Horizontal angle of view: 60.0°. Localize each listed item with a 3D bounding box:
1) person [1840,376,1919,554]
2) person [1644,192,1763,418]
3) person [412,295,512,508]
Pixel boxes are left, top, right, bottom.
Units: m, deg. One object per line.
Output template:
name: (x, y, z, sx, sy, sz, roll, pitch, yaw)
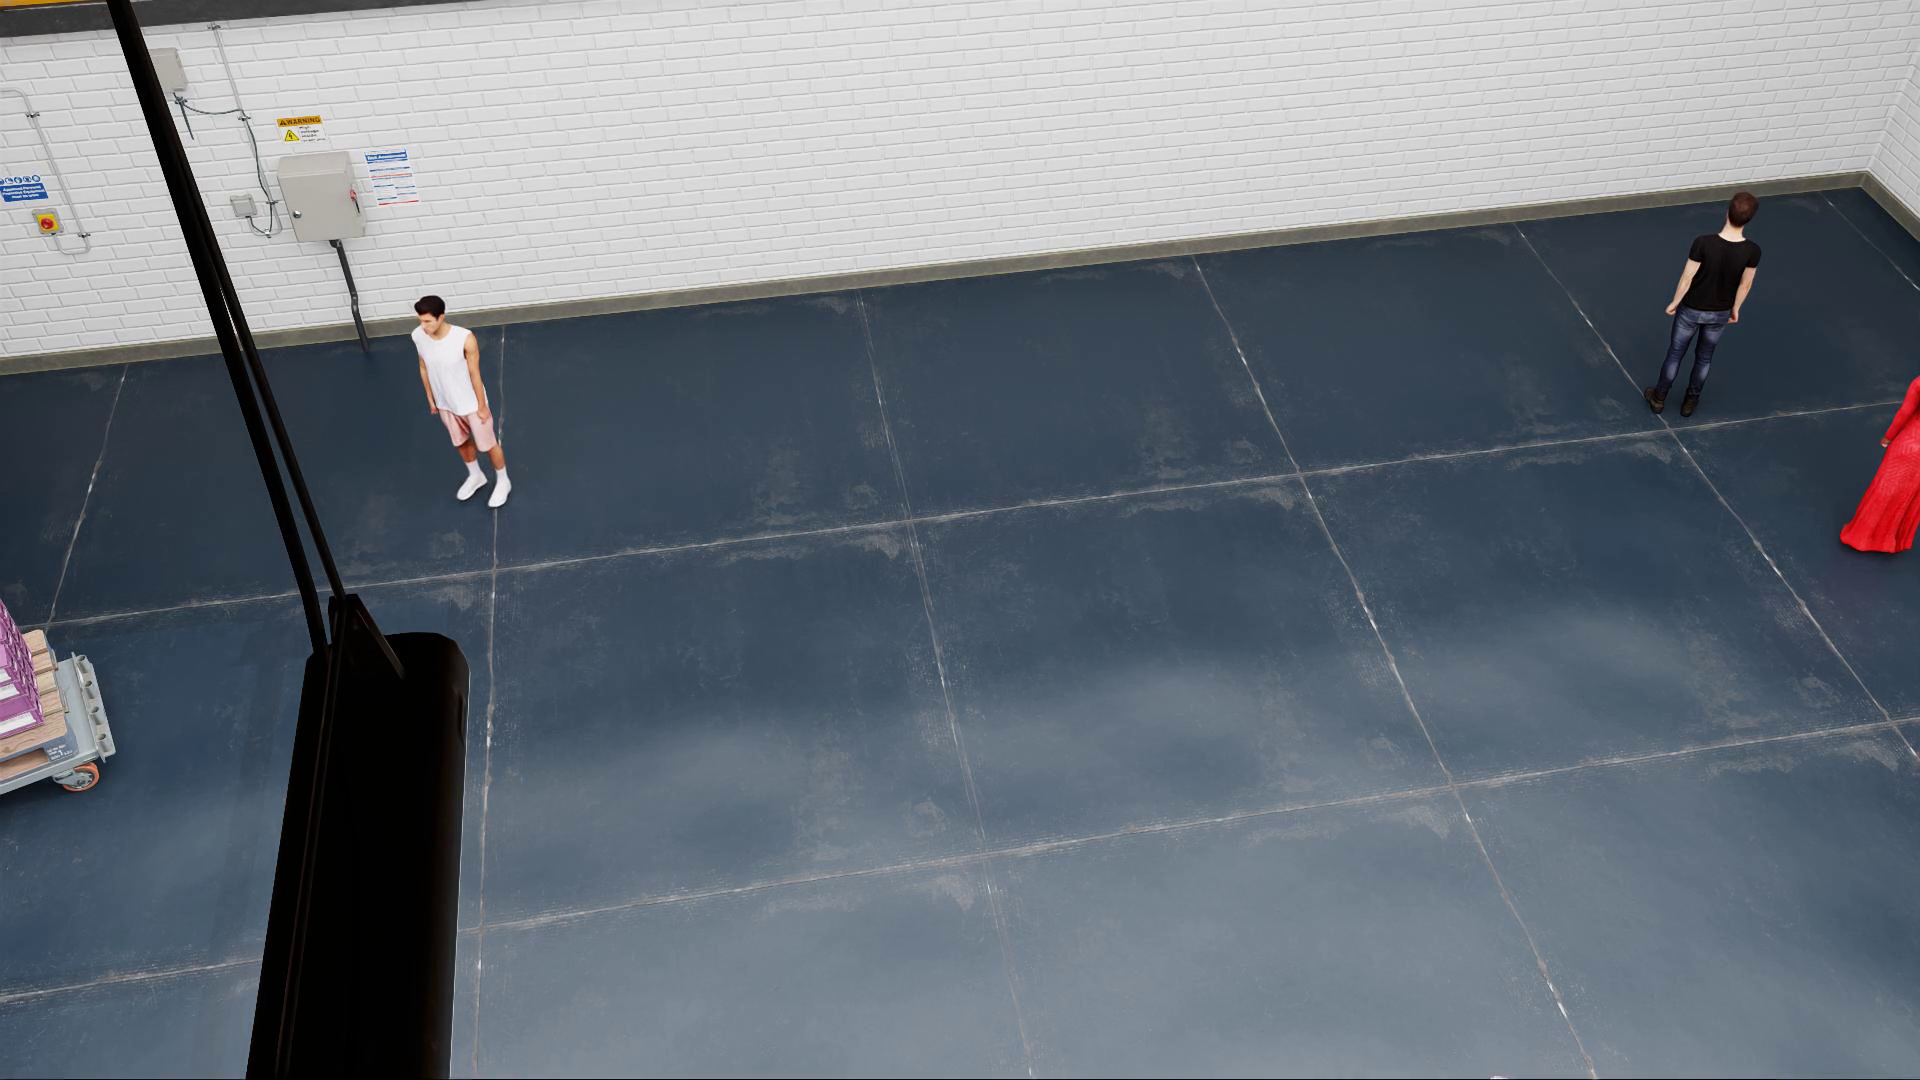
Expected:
person: (6.537, -0.619, 11.366, 0.691, 1.784, 0.690, 7, 44, 7)
person: (5.592, -1.742, 12.464, 0.749, 1.897, 0.726, 9, 44, 10)
person: (-3.522, -1.013, 11.784, 0.728, 1.780, 0.723, 11, 45, 11)
